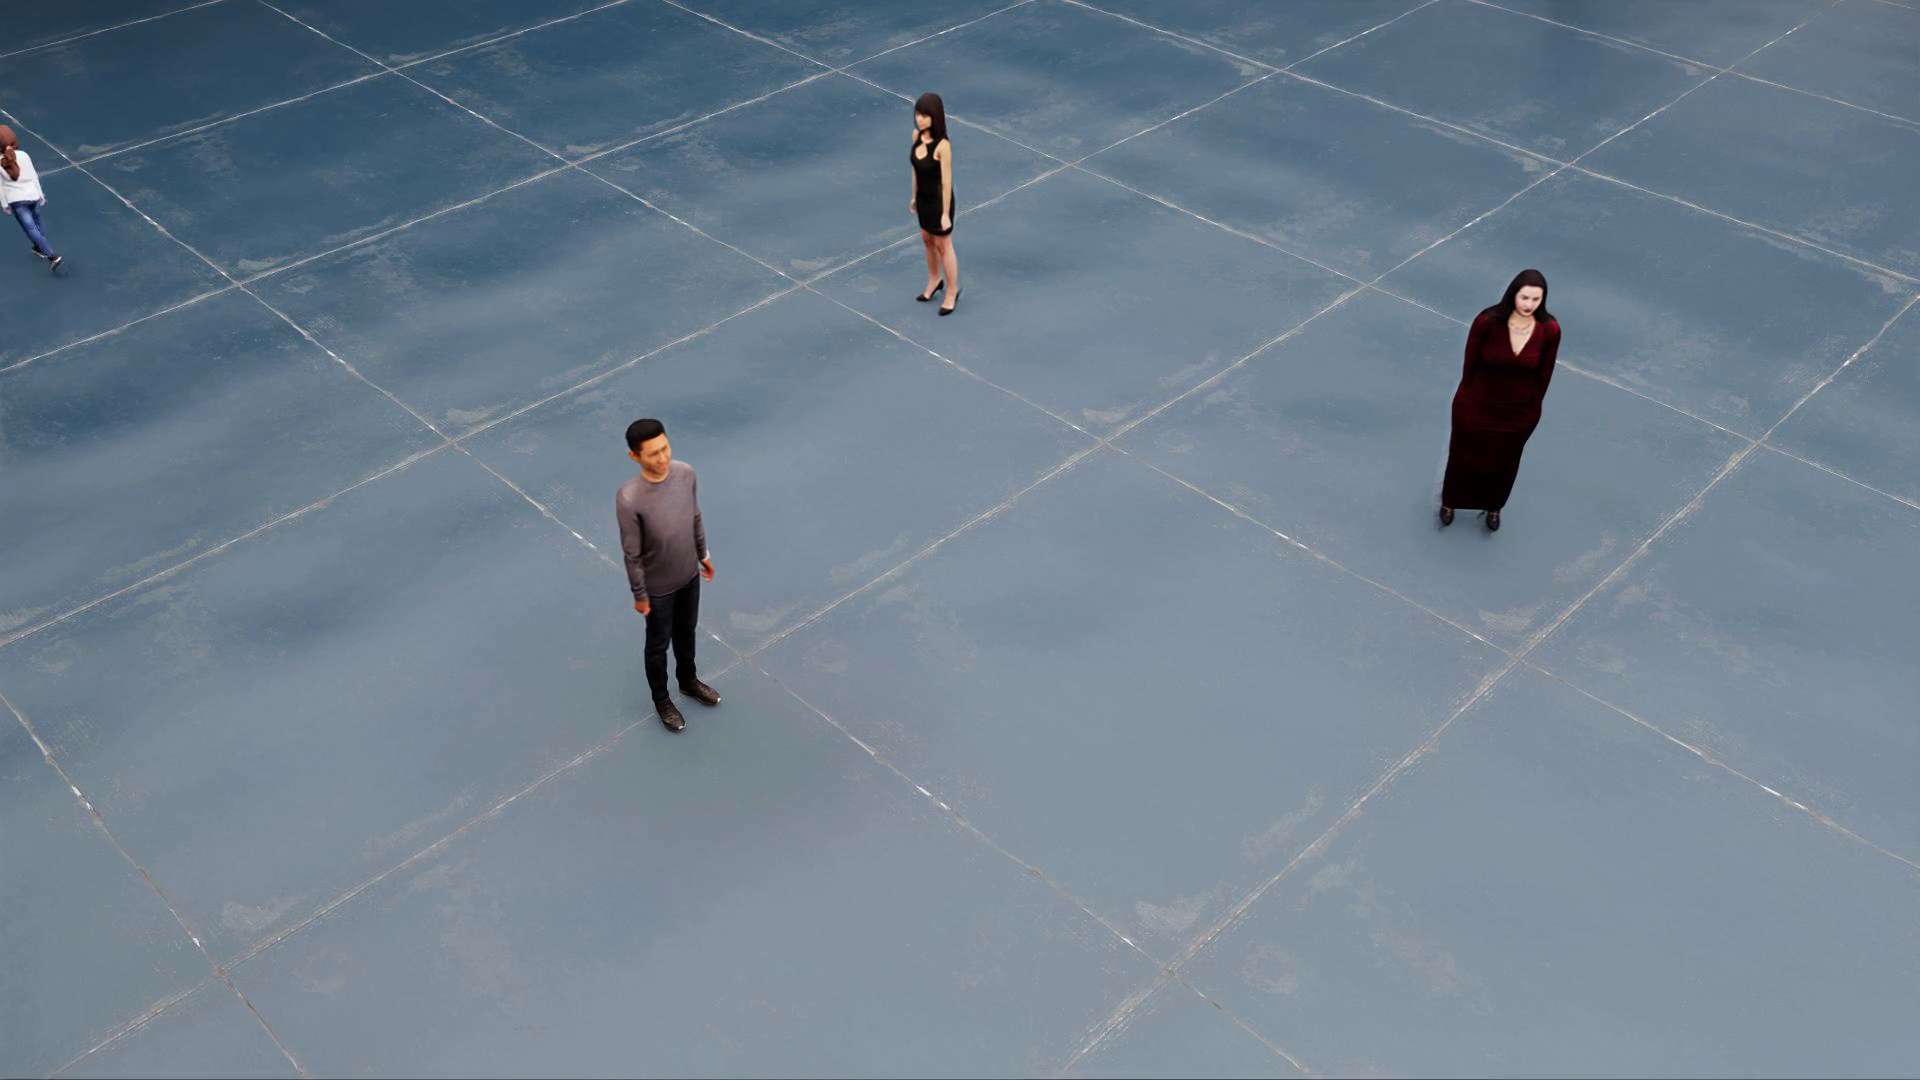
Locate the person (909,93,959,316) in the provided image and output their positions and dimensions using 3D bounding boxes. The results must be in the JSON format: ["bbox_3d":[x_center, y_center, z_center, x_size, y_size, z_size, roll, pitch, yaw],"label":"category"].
[{"bbox_3d":[-0.173,-2.375,11.732,0.560,1.644,0.590,-24,43,-28],"label":"person"}]

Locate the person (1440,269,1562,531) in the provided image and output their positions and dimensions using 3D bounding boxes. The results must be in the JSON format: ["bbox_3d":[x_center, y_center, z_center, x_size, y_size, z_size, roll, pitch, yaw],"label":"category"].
[{"bbox_3d":[3.093,-0.801,9.572,0.791,1.752,0.828,7,38,9],"label":"person"}]

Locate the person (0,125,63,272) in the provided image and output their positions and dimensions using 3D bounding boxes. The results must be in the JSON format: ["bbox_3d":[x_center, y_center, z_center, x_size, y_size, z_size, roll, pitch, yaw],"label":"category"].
[{"bbox_3d":[-6.963,-2.542,12.405,0.563,1.094,0.736,24,43,28],"label":"person"}]

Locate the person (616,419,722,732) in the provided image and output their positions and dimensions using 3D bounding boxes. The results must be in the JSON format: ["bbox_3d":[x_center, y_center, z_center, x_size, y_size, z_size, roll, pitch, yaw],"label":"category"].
[{"bbox_3d":[-1.463,0.156,8.299,0.710,1.769,0.474,8,38,10],"label":"person"}]
